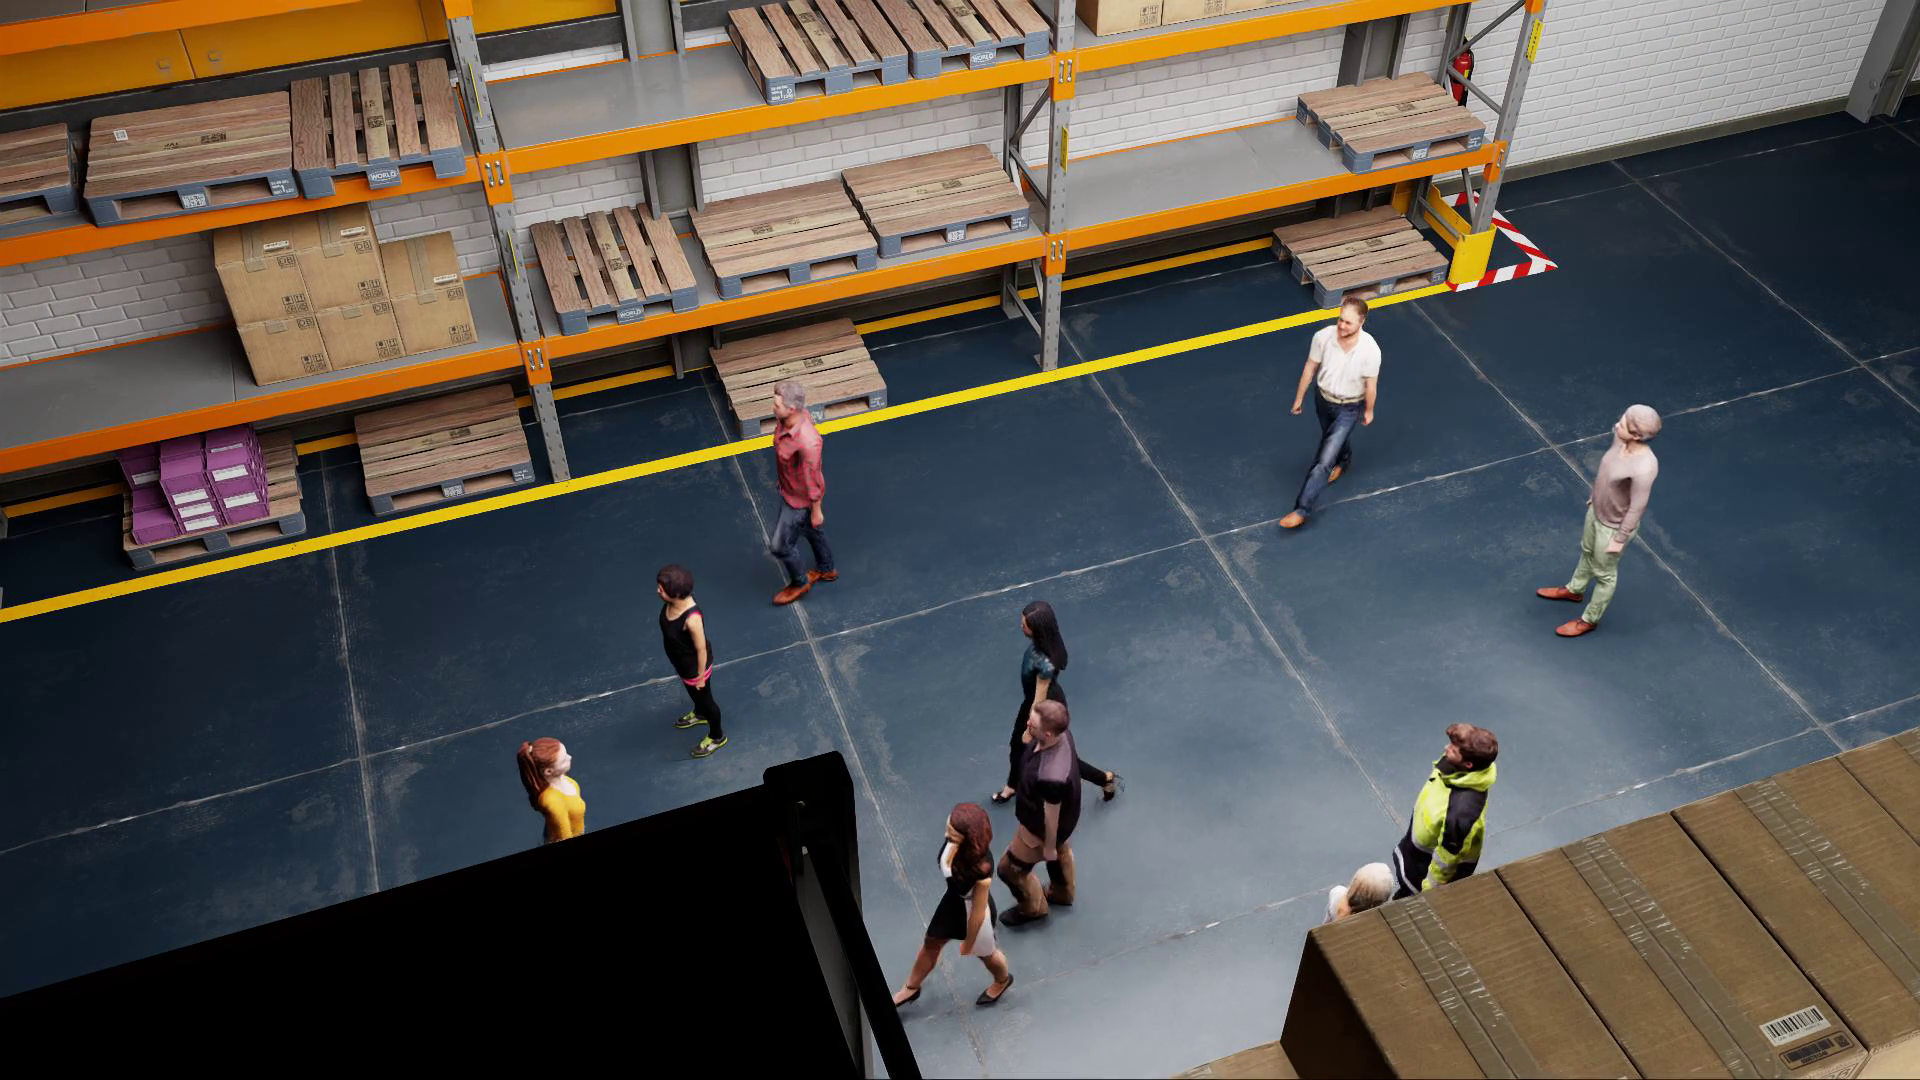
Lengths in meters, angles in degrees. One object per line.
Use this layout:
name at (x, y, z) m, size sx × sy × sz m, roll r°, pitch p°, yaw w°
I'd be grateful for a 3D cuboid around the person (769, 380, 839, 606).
person at (-0.979, -0.340, 11.196) m, size 0.737 × 1.814 × 0.722 m, roll -12°, pitch 45°, yaw -12°

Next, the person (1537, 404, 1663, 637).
person at (4.293, -0.144, 10.950) m, size 0.714 × 1.869 × 0.744 m, roll -2°, pitch 44°, yaw -2°

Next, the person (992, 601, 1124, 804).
person at (0.578, 1.032, 9.832) m, size 1.107 × 1.708 × 0.824 m, roll -4°, pitch 44°, yaw -4°

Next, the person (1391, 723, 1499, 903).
person at (2.670, 1.683, 8.962) m, size 1.112 × 1.966 × 1.033 m, roll 10°, pitch 45°, yaw 10°

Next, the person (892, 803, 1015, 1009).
person at (0.121, 1.954, 8.819) m, size 1.004 × 1.770 × 0.645 m, roll -16°, pitch 46°, yaw -16°

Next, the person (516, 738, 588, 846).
person at (-2.213, 1.713, 9.093) m, size 0.623 × 1.742 × 0.636 m, roll -18°, pitch 46°, yaw -18°

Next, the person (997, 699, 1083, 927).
person at (0.578, 1.535, 9.219) m, size 0.835 × 1.826 × 0.811 m, roll 5°, pitch 44°, yaw 5°

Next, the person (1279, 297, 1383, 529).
person at (2.756, -1.015, 11.915) m, size 1.067 × 1.800 × 1.351 m, roll 33°, pitch 53°, yaw 30°

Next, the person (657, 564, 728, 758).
person at (-1.664, 0.714, 10.280) m, size 0.539 × 1.551 × 0.572 m, roll -20°, pitch 47°, yaw -20°

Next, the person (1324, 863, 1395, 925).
person at (1.971, 2.234, 8.540) m, size 0.568 × 1.750 × 0.616 m, roll -23°, pitch 48°, yaw -23°
